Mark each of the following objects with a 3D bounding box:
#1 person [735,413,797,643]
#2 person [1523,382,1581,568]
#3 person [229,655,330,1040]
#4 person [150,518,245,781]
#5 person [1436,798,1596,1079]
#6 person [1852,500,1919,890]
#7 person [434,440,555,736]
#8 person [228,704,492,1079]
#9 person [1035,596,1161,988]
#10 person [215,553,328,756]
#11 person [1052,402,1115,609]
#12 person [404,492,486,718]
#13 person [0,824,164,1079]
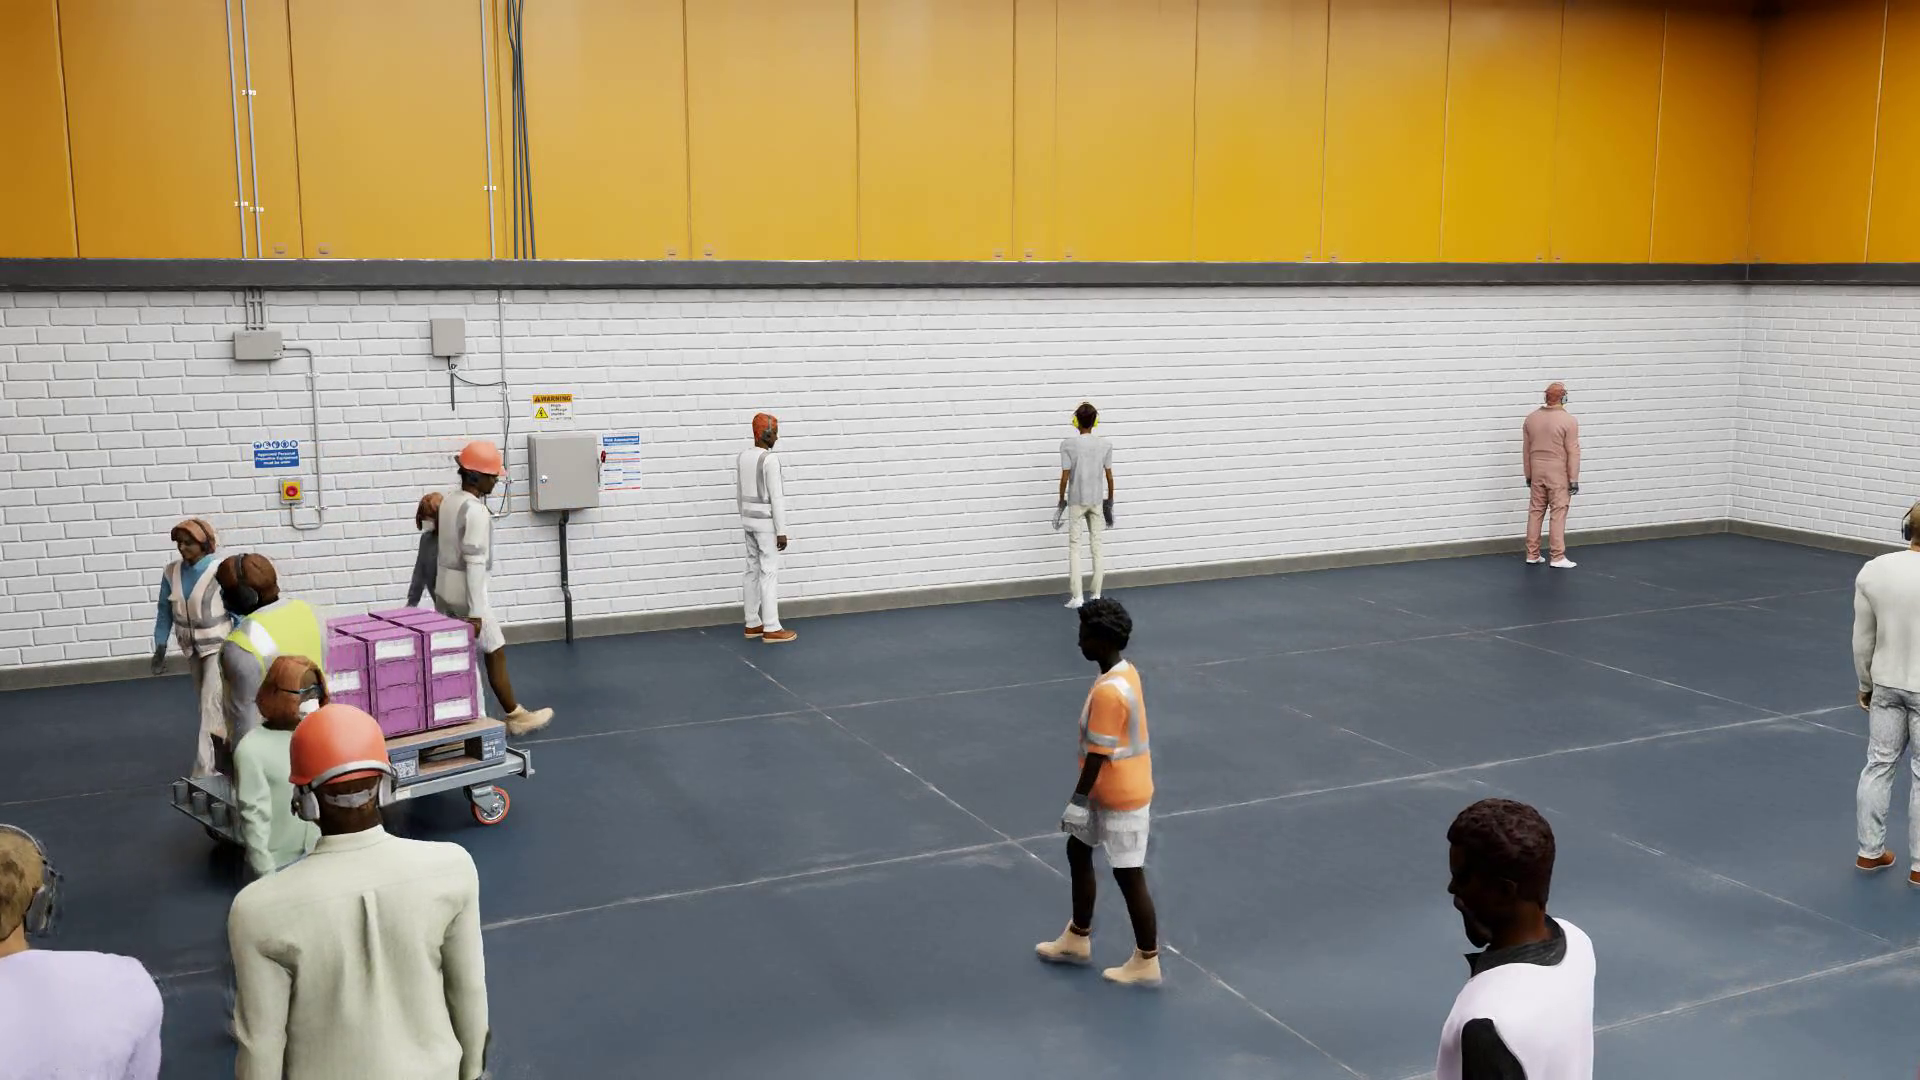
[{"bbox_3d":[-1.612,-0.102,13.679,0.355,1.887,0.574,-8,12,-40],"label":"person"},{"bbox_3d":[6.107,-0.667,17.120,0.409,1.909,0.651,-6,11,-34],"label":"person"},{"bbox_3d":[-2.525,1.224,6.367,0.861,1.586,0.519,5,10,28],"label":"person"},{"bbox_3d":[-4.439,0.681,9.682,0.523,1.602,0.814,3,10,20],"label":"person"},{"bbox_3d":[1.203,1.499,3.661,0.393,1.915,0.589,5,11,30],"label":"person"},{"bbox_3d":[4.727,0.751,8.224,0.372,1.940,0.630,-6,11,-32],"label":"person"},{"bbox_3d":[-3.097,0.360,10.575,1.017,1.980,0.622,-8,12,-42],"label":"person"},{"bbox_3d":[-1.475,1.384,4.138,0.609,1.991,0.388,-7,11,-35],"label":"person"},{"bbox_3d":[0.555,1.073,7.047,0.690,1.670,0.553,1,9,7],"label":"person"},{"bbox_3d":[-2.986,0.938,7.452,0.698,1.811,0.653,3,10,16],"label":"person"},{"bbox_3d":[1.146,-0.291,15.030,0.638,1.883,0.530,-2,9,-13],"label":"person"},{"bbox_3d":[-3.452,0.481,10.905,0.738,1.601,0.526,-7,12,-38],"label":"person"},{"bbox_3d":[-1.956,1.540,3.463,0.636,1.908,0.436,-9,13,-43],"label":"person"}]
